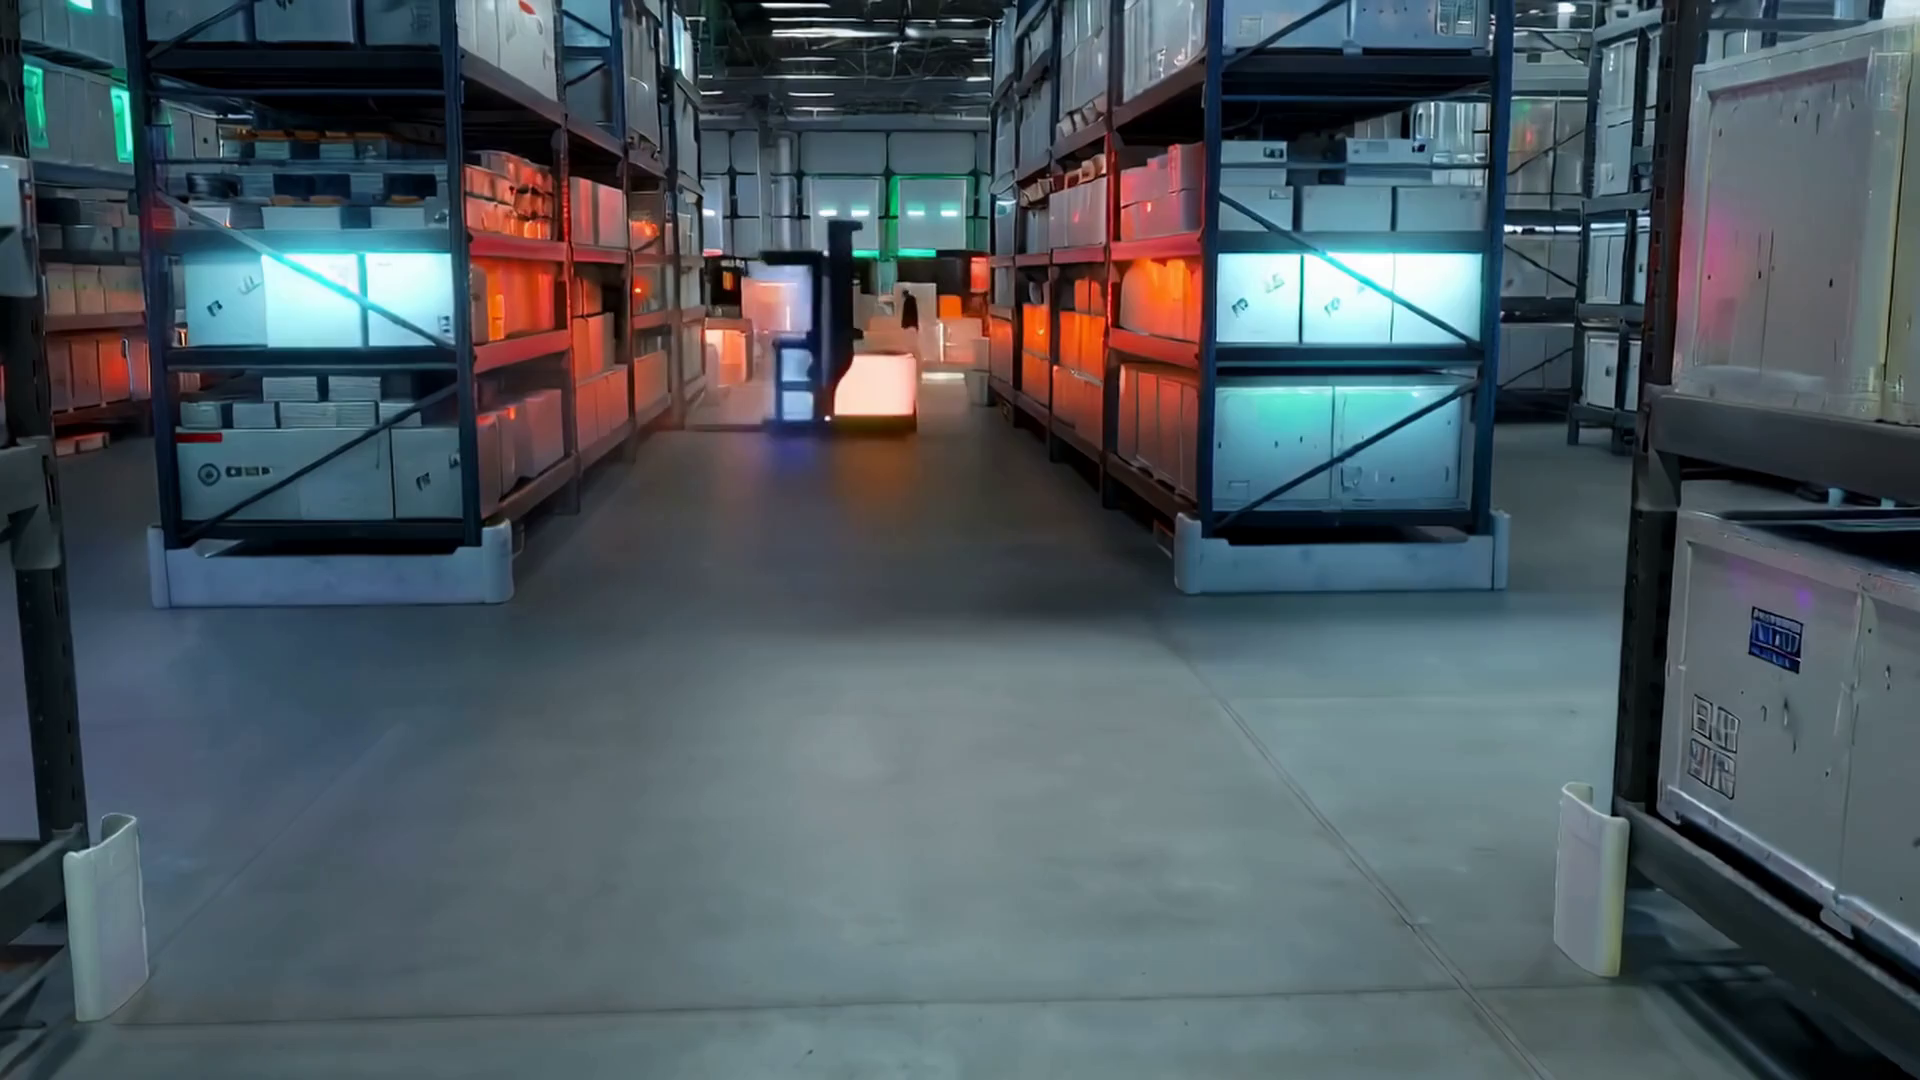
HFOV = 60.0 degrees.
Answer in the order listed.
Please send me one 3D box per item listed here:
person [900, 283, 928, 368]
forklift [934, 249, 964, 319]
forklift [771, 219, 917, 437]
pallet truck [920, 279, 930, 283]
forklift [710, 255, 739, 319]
[{"bbox_3d":[-1.171,-4.852,37.733,1.026,1.938,0.643,-3,9,-16],"label":"person"},{"bbox_3d":[-0.308,-6.534,45.360,1.873,2.768,1.129,-7,11,-36],"label":"forklift"},{"bbox_3d":[-1.527,-2.774,21.751,1.873,2.768,1.129,-1,9,-4],"label":"forklift"},{"bbox_3d":[-0.932,-8.922,63.114,1.885,1.965,0.823,2,9,13],"label":"pallet truck"},{"bbox_3d":[-8.368,-8.713,59.038,1.129,2.768,1.873,-1,9,-4],"label":"forklift"}]
